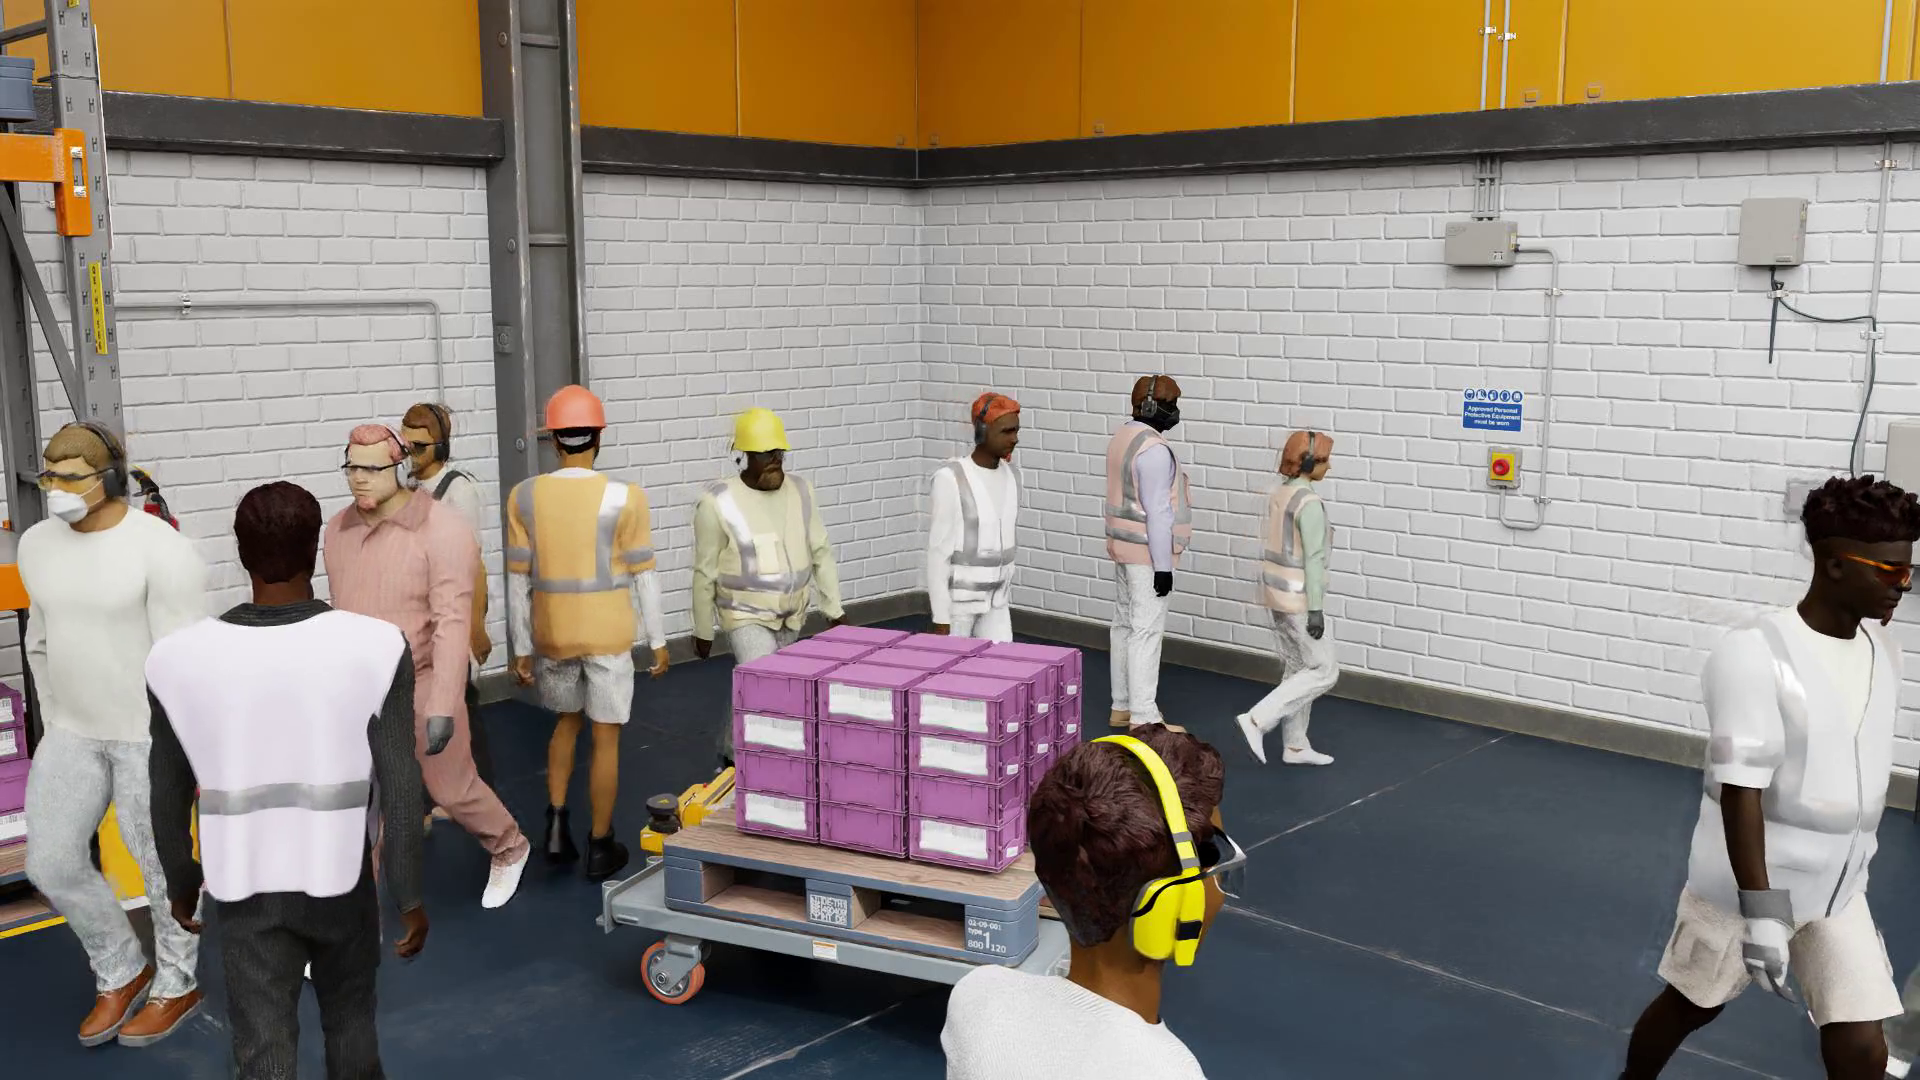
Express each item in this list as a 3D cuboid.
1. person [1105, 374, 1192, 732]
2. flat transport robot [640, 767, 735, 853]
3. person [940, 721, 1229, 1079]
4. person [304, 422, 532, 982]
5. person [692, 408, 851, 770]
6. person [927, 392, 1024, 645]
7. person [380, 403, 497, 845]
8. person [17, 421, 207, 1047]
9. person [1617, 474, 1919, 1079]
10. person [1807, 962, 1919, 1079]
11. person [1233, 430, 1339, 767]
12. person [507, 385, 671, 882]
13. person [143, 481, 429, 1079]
[{"bbox_3d":[0.953,0.086,8.403,0.428,1.839,0.631,-2,9,-11],"label":"person"},{"bbox_3d":[-0.521,1.123,6.840,1.431,0.197,0.652,2,9,11],"label":"flat transport robot"},{"bbox_3d":[0.182,1.125,1.941,0.328,1.872,0.514,-7,12,-38],"label":"person"},{"bbox_3d":[-1.915,0.499,5.833,0.637,1.860,0.970,3,10,20],"label":"person"},{"bbox_3d":[-0.863,0.304,7.243,0.589,1.782,0.951,-9,13,-43],"label":"person"},{"bbox_3d":[-0.001,0.262,7.395,0.890,1.855,0.592,9,13,43],"label":"person"},{"bbox_3d":[-2.272,0.340,6.906,0.759,1.815,0.603,-7,12,-37],"label":"person"},{"bbox_3d":[-2.526,0.602,4.980,0.651,1.920,0.531,2,9,12],"label":"person"},{"bbox_3d":[1.955,0.784,3.935,0.613,1.908,1.061,-3,10,-17],"label":"person"},{"bbox_3d":[2.766,0.717,4.465,0.654,1.853,0.966,-8,12,-39],"label":"person"},{"bbox_3d":[1.545,0.294,7.741,0.466,1.622,0.535,-1,9,-7],"label":"person"},{"bbox_3d":[-1.428,0.368,6.426,0.576,1.920,0.401,2,9,10],"label":"person"},{"bbox_3d":[-1.611,0.786,4.024,0.616,1.861,0.990,-3,10,-15],"label":"person"}]
